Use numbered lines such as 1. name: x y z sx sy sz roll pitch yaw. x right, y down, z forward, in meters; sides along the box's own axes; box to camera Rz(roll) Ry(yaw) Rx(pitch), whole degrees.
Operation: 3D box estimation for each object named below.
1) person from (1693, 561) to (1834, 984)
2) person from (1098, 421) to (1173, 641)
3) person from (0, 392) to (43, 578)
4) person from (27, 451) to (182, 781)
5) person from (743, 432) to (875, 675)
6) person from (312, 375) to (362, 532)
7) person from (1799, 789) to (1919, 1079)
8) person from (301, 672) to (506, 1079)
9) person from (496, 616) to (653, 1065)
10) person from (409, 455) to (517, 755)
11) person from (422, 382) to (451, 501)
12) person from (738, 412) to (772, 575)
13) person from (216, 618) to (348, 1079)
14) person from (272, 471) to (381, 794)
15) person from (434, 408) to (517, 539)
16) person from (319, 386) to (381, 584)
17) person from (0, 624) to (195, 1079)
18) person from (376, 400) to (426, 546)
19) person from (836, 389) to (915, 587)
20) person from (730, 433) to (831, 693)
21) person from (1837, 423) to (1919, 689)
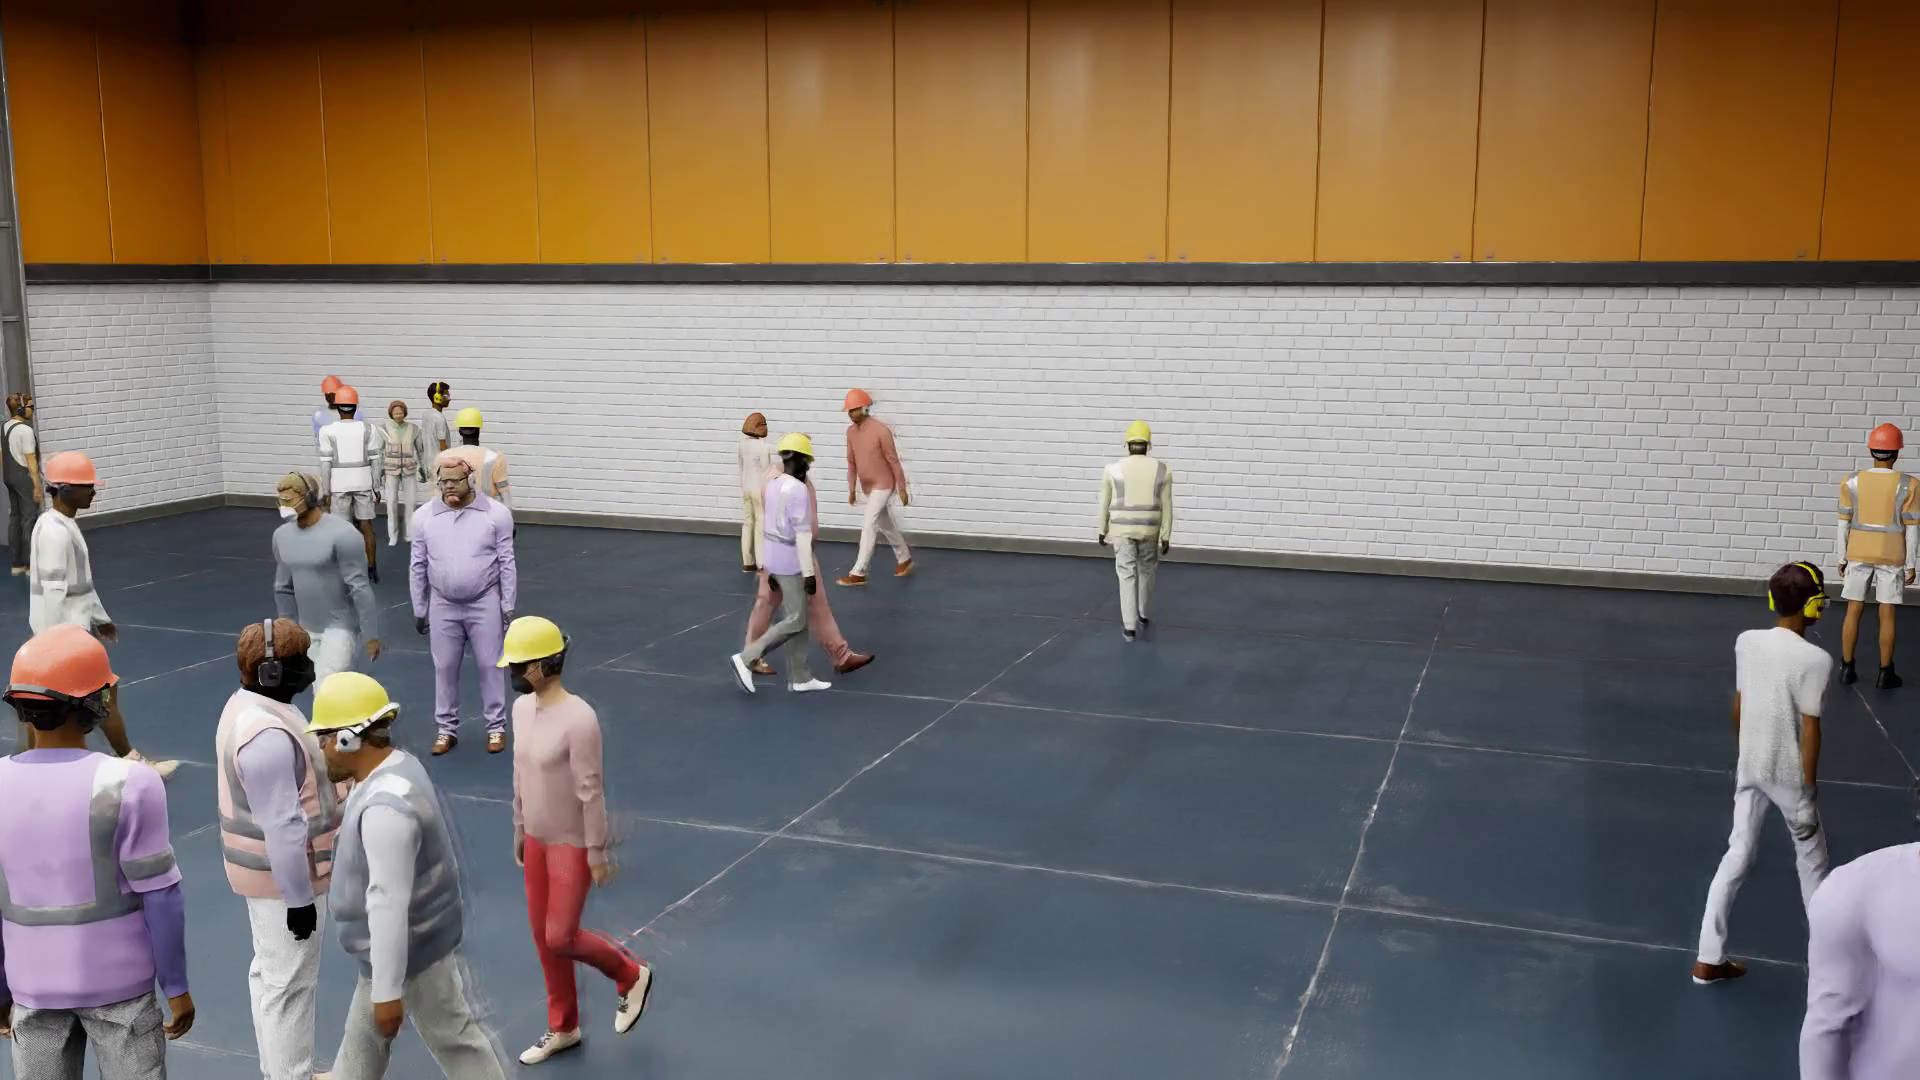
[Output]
1. person: 3.543 0.995 7.071 0.879 1.828 0.560 -3 10 -20
2. person: 1.451 -0.096 13.934 0.596 1.796 0.866 0 9 -2
3. person: -9.319 -0.545 16.553 0.508 1.844 0.332 6 11 32
4. person: -5.047 0.484 9.661 0.941 2.001 0.607 -6 11 -31
5. person: -1.197 0.123 12.410 1.055 1.845 0.655 4 10 24
6. person: -6.872 -0.883 18.466 0.545 1.915 0.773 -2 9 -10
7. person: 2.386 1.426 4.106 0.635 1.923 0.491 2 9 11
8. person: -1.862 1.299 5.356 0.938 1.762 0.661 -3 10 -19
9. person: -1.514 1.139 6.396 0.538 1.743 0.465 8 12 41
10. person: -3.126 0.412 10.471 0.660 1.899 0.399 -1 9 -7
11. person: -5.573 -0.756 17.807 0.310 1.865 0.535 -7 12 -39
12. person: -2.038 -0.466 16.719 0.286 1.633 0.500 -9 13 -43
13. person: -2.363 1.180 5.866 0.429 1.844 0.627 -5 10 -29
14. person: -3.665 0.539 9.634 0.642 1.908 0.493 5 10 28
15. person: -4.054 -0.161 13.992 0.603 1.895 0.814 0 9 2
16. person: -5.907 -0.523 16.131 0.553 1.935 0.362 -5 10 -27
17. person: -2.520 1.251 4.797 0.605 2.045 0.378 0 9 -2
18. person: -6.201 -0.740 18.433 0.538 1.628 0.321 -5 10 -28
19. person: -0.784 -0.537 16.318 1.041 1.922 0.655 -8 12 -39
20. person: -1.296 0.190 11.880 0.694 1.879 0.672 -4 10 -23
21. person: 6.698 0.117 12.149 0.545 1.942 0.350 8 12 40
